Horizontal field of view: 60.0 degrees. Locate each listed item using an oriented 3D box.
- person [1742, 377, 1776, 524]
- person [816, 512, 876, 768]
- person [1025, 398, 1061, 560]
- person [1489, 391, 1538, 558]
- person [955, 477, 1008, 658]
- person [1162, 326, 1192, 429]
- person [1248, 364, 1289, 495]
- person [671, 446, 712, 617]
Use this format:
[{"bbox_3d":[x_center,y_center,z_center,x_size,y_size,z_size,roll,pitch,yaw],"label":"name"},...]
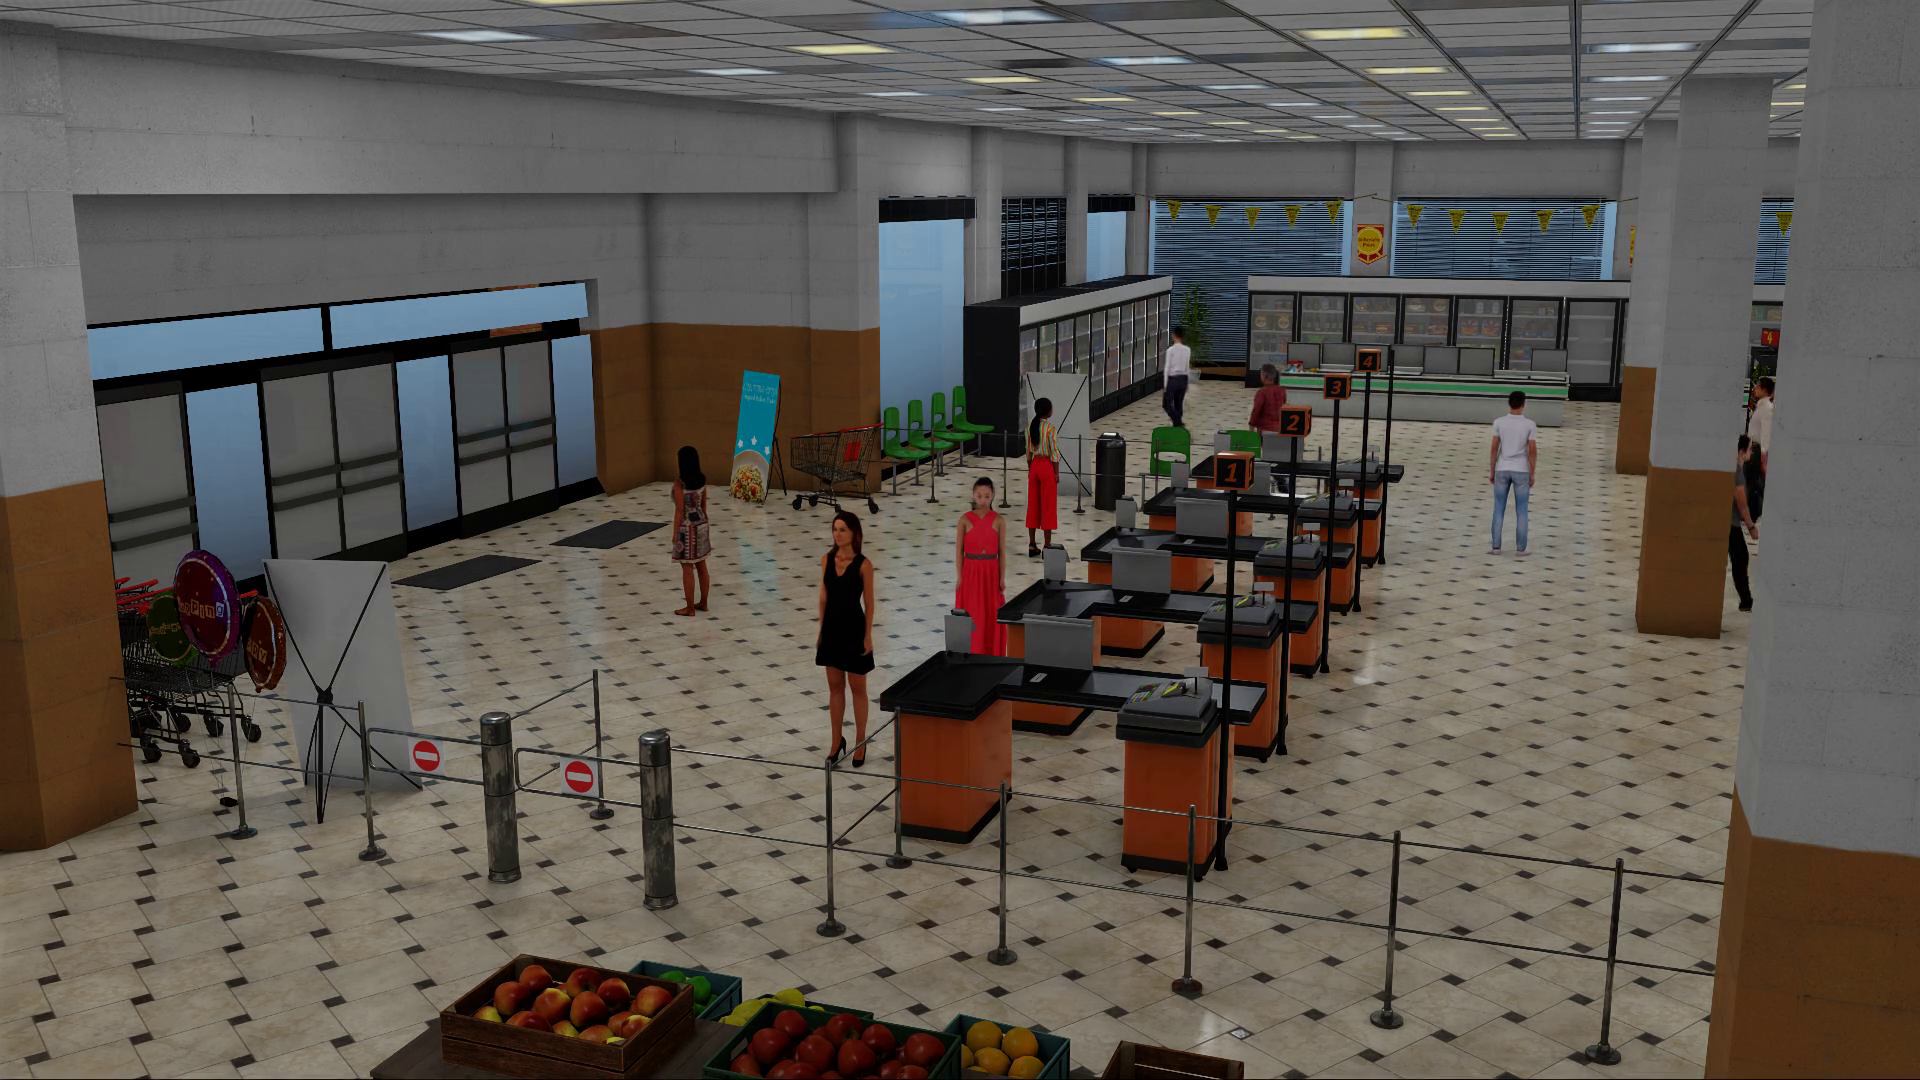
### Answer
[{"bbox_3d":[9.833,-1.076,20.293,0.827,1.798,0.699,5,13,24],"label":"person"},{"bbox_3d":[-0.795,0.704,11.749,0.482,1.834,0.660,5,13,24],"label":"person"},{"bbox_3d":[0.916,-0.693,18.487,0.570,1.792,0.718,9,15,37],"label":"person"},{"bbox_3d":[6.179,-0.748,18.609,0.538,1.850,0.737,6,14,28],"label":"person"},{"bbox_3d":[0.169,0.330,13.773,0.651,1.733,0.763,-1,12,-6],"label":"person"},{"bbox_3d":[3.570,-2.549,27.156,0.998,1.851,1.038,-5,13,-22],"label":"person"},{"bbox_3d":[4.066,-1.337,21.569,1.158,1.782,1.333,-8,15,-35],"label":"person"},{"bbox_3d":[-2.588,-0.097,16.012,0.604,1.645,0.693,7,14,32],"label":"person"}]
